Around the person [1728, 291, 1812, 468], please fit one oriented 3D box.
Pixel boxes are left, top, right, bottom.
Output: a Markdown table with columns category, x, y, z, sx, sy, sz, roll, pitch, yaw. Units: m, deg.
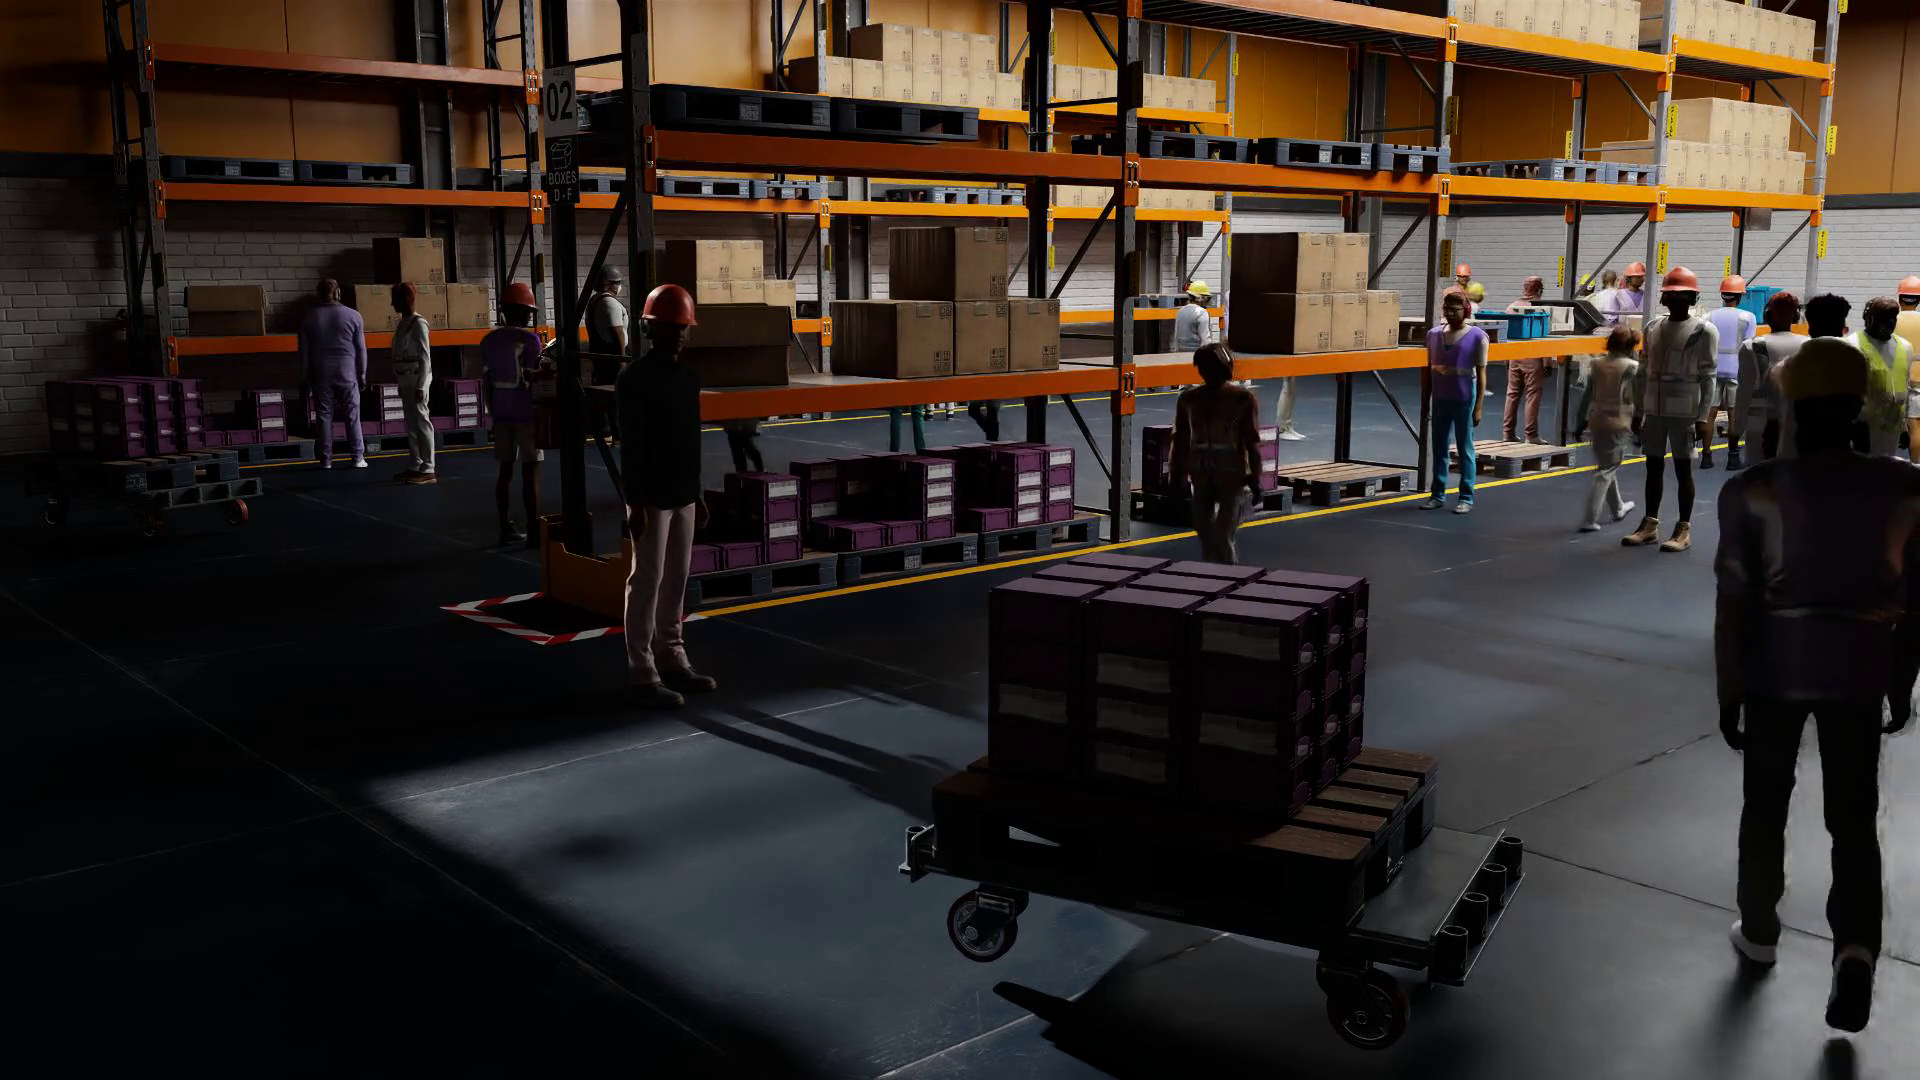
| category | x | y | z | sx | sy | sz | roll | pitch | yaw |
| --- | --- | --- | --- | --- | --- | --- | --- | --- | --- |
| person | 5.618 | -0.766 | 11.481 | 0.584 | 1.882 | 0.339 | 0 | 10 | 1 |

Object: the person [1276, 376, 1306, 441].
| category | x | y | z | sx | sy | sz | roll | pitch | yaw |
| --- | --- | --- | --- | --- | --- | --- | --- | --- | --- |
| person | 3.853 | -2.080 | 19.240 | 0.310 | 1.861 | 0.532 | 5 | 11 | 27 |

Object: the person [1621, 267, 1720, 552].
| category | x | y | z | sx | sy | sz | roll | pitch | yaw |
| --- | --- | --- | --- | --- | --- | --- | --- | --- | --- |
| person | 5.126 | -0.937 | 12.011 | 0.366 | 2.046 | 0.614 | -6 | 11 | -32 |

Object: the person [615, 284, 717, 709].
| category | x | y | z | sx | sy | sz | roll | pitch | yaw |
| --- | --- | --- | --- | --- | --- | --- | --- | --- | --- |
| person | -1.392 | -0.213 | 7.930 | 0.392 | 1.991 | 0.612 | 4 | 11 | 23 |

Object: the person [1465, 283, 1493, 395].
| category | x | y | z | sx | sy | sz | roll | pitch | yaw |
| --- | --- | --- | --- | --- | --- | --- | --- | --- | --- |
| person | 7.839 | -3.051 | 25.382 | 0.593 | 1.708 | 0.561 | -1 | 10 | -4 |

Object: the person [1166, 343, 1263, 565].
| category | x | y | z | sx | sy | sz | roll | pitch | yaw |
| --- | --- | --- | --- | --- | --- | --- | --- | --- | --- |
| person | 1.461 | -0.321 | 9.614 | 0.546 | 1.619 | 0.462 | 6 | 12 | 33 |

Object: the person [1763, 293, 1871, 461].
| category | x | y | z | sx | sy | sz | roll | pitch | yaw |
| --- | --- | --- | --- | --- | --- | --- | --- | --- | --- |
| person | 4.834 | -0.442 | 9.479 | 0.984 | 1.931 | 0.603 | -3 | 10 | -17 |

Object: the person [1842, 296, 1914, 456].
| category | x | y | z | sx | sy | sz | roll | pitch | yaw |
| --- | --- | --- | --- | --- | --- | --- | --- | --- | --- |
| person | 6.461 | -0.799 | 11.798 | 0.621 | 1.845 | 0.429 | -1 | 10 | -9 |

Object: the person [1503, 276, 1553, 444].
| category | x | y | z | sx | sy | sz | roll | pitch | yaw |
| --- | --- | --- | --- | --- | --- | --- | --- | --- | --- |
| person | 6.463 | -2.031 | 18.862 | 0.395 | 1.900 | 0.646 | -6 | 11 | -32 |

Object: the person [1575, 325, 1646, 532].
| category | x | y | z | sx | sy | sz | roll | pitch | yaw |
| --- | --- | --- | --- | --- | --- | --- | --- | --- | --- |
| person | 5.110 | -0.870 | 12.941 | 0.870 | 1.581 | 0.525 | -7 | 12 | -37 |

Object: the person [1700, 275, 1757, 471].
| category | x | y | z | sx | sy | sz | roll | pitch | yaw |
| --- | --- | --- | --- | --- | --- | --- | --- | --- | --- |
| person | 7.620 | -1.657 | 16.541 | 0.543 | 1.939 | 0.360 | 8 | 13 | 40 |

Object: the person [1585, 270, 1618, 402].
| category | x | y | z | sx | sy | sz | roll | pitch | yaw |
| --- | --- | --- | --- | --- | --- | --- | --- | --- | --- |
| person | 9.350 | -2.932 | 24.030 | 0.655 | 1.928 | 0.493 | -8 | 12 | -37 |

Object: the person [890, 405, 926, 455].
| category | x | y | z | sx | sy | sz | roll | pitch | yaw |
| --- | --- | --- | --- | --- | --- | --- | --- | --- | --- |
| person | -0.547 | -1.647 | 16.995 | 0.533 | 1.765 | 0.330 | 0 | 10 | 3 |

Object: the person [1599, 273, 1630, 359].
| category | x | y | z | sx | sy | sz | roll | pitch | yaw |
| --- | --- | --- | --- | --- | --- | --- | --- | --- | --- |
| person | 9.071 | -2.708 | 22.820 | 0.658 | 1.893 | 0.561 | 7 | 12 | 37 |

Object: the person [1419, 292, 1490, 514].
| category | x | y | z | sx | sy | sz | roll | pitch | yaw |
| --- | --- | --- | --- | --- | --- | --- | --- | --- | --- |
| person | 4.109 | -1.135 | 13.797 | 0.388 | 1.837 | 0.565 | -8 | 13 | -39 |

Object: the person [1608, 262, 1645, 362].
| category | x | y | z | sx | sy | sz | roll | pitch | yaw |
| --- | --- | --- | --- | --- | --- | --- | --- | --- | --- |
| person | 8.856 | -2.633 | 21.950 | 0.615 | 2.043 | 0.373 | -1 | 10 | -5 |

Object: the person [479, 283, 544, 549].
| category | x | y | z | sx | sy | sz | roll | pitch | yaw |
| --- | --- | --- | --- | --- | --- | --- | --- | --- | --- |
| person | -3.209 | -0.899 | 12.136 | 0.542 | 1.927 | 0.374 | 5 | 11 | 26 |

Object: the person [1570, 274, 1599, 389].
| category | x | y | z | sx | sy | sz | roll | pitch | yaw |
| --- | --- | --- | --- | --- | --- | --- | --- | --- | --- |
| person | 10.021 | -3.329 | 26.634 | 0.404 | 1.835 | 0.587 | 1 | 10 | 4 |

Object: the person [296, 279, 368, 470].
| category | x | y | z | sx | sy | sz | roll | pitch | yaw |
| --- | --- | --- | --- | --- | --- | --- | --- | --- | --- |
| person | -6.235 | -1.641 | 16.563 | 0.643 | 1.902 | 0.400 | -3 | 10 | -16 |

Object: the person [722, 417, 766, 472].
| category | x | y | z | sx | sy | sz | roll | pitch | yaw |
| --- | --- | --- | --- | --- | --- | --- | --- | --- | --- |
| person | -1.941 | -1.192 | 14.604 | 0.546 | 1.664 | 0.418 | 5 | 11 | 27 |

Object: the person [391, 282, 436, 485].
| category | x | y | z | sx | sy | sz | roll | pitch | yaw |
| --- | --- | --- | --- | --- | --- | --- | --- | --- | --- |
| person | -5.121 | -1.460 | 15.542 | 0.353 | 1.886 | 0.572 | -7 | 12 | -36 |

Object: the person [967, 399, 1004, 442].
| category | x | y | z | sx | sy | sz | roll | pitch | yaw |
| --- | --- | --- | --- | --- | --- | --- | --- | --- | --- |
| person | 0.311 | -1.634 | 17.144 | 0.358 | 1.679 | 0.550 | -9 | 13 | -42 |

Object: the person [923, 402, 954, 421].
| category | x | y | z | sx | sy | sz | roll | pitch | yaw |
| --- | --- | --- | --- | --- | --- | --- | --- | --- | --- |
| person | -0.282 | -2.445 | 21.451 | 0.593 | 1.837 | 0.404 | -2 | 10 | -11 |

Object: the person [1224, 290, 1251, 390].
| category | x | y | z | sx | sy | sz | roll | pitch | yaw |
| --- | --- | --- | --- | --- | --- | --- | --- | --- | --- |
| person | 4.265 | -3.173 | 25.444 | 0.628 | 1.932 | 0.361 | -8 | 12 | -38 |

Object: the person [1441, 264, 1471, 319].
| category | x | y | z | sx | sy | sz | roll | pitch | yaw |
| --- | --- | --- | --- | --- | --- | --- | --- | --- | --- |
| person | 7.849 | -3.324 | 26.134 | 0.611 | 1.995 | 0.375 | -1 | 10 | -7 |

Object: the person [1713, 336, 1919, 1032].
| category | x | y | z | sx | sy | sz | roll | pitch | yaw |
| --- | --- | --- | --- | --- | --- | --- | --- | --- | --- |
| person | 2.419 | 0.385 | 4.680 | 0.580 | 1.906 | 0.814 | 3 | 10 | 17 |

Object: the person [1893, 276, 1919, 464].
| category | x | y | z | sx | sy | sz | roll | pitch | yaw |
| --- | --- | --- | --- | --- | --- | --- | --- | --- | --- |
| person | 8.761 | -1.472 | 15.455 | 0.543 | 1.940 | 0.361 | 4 | 11 | 23 |

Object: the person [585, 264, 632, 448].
| category | x | y | z | sx | sy | sz | roll | pitch | yaw |
| --- | --- | --- | --- | --- | --- | --- | --- | --- | --- |
| person | -3.852 | -2.050 | 18.544 | 0.537 | 2.000 | 0.682 | -7 | 12 | -37 |

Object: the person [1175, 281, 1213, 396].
| category | x | y | z | sx | sy | sz | roll | pitch | yaw |
| --- | --- | --- | --- | --- | --- | --- | --- | --- | --- |
| person | 2.846 | -2.211 | 20.102 | 0.403 | 1.827 | 0.599 | -5 | 11 | -28 |
